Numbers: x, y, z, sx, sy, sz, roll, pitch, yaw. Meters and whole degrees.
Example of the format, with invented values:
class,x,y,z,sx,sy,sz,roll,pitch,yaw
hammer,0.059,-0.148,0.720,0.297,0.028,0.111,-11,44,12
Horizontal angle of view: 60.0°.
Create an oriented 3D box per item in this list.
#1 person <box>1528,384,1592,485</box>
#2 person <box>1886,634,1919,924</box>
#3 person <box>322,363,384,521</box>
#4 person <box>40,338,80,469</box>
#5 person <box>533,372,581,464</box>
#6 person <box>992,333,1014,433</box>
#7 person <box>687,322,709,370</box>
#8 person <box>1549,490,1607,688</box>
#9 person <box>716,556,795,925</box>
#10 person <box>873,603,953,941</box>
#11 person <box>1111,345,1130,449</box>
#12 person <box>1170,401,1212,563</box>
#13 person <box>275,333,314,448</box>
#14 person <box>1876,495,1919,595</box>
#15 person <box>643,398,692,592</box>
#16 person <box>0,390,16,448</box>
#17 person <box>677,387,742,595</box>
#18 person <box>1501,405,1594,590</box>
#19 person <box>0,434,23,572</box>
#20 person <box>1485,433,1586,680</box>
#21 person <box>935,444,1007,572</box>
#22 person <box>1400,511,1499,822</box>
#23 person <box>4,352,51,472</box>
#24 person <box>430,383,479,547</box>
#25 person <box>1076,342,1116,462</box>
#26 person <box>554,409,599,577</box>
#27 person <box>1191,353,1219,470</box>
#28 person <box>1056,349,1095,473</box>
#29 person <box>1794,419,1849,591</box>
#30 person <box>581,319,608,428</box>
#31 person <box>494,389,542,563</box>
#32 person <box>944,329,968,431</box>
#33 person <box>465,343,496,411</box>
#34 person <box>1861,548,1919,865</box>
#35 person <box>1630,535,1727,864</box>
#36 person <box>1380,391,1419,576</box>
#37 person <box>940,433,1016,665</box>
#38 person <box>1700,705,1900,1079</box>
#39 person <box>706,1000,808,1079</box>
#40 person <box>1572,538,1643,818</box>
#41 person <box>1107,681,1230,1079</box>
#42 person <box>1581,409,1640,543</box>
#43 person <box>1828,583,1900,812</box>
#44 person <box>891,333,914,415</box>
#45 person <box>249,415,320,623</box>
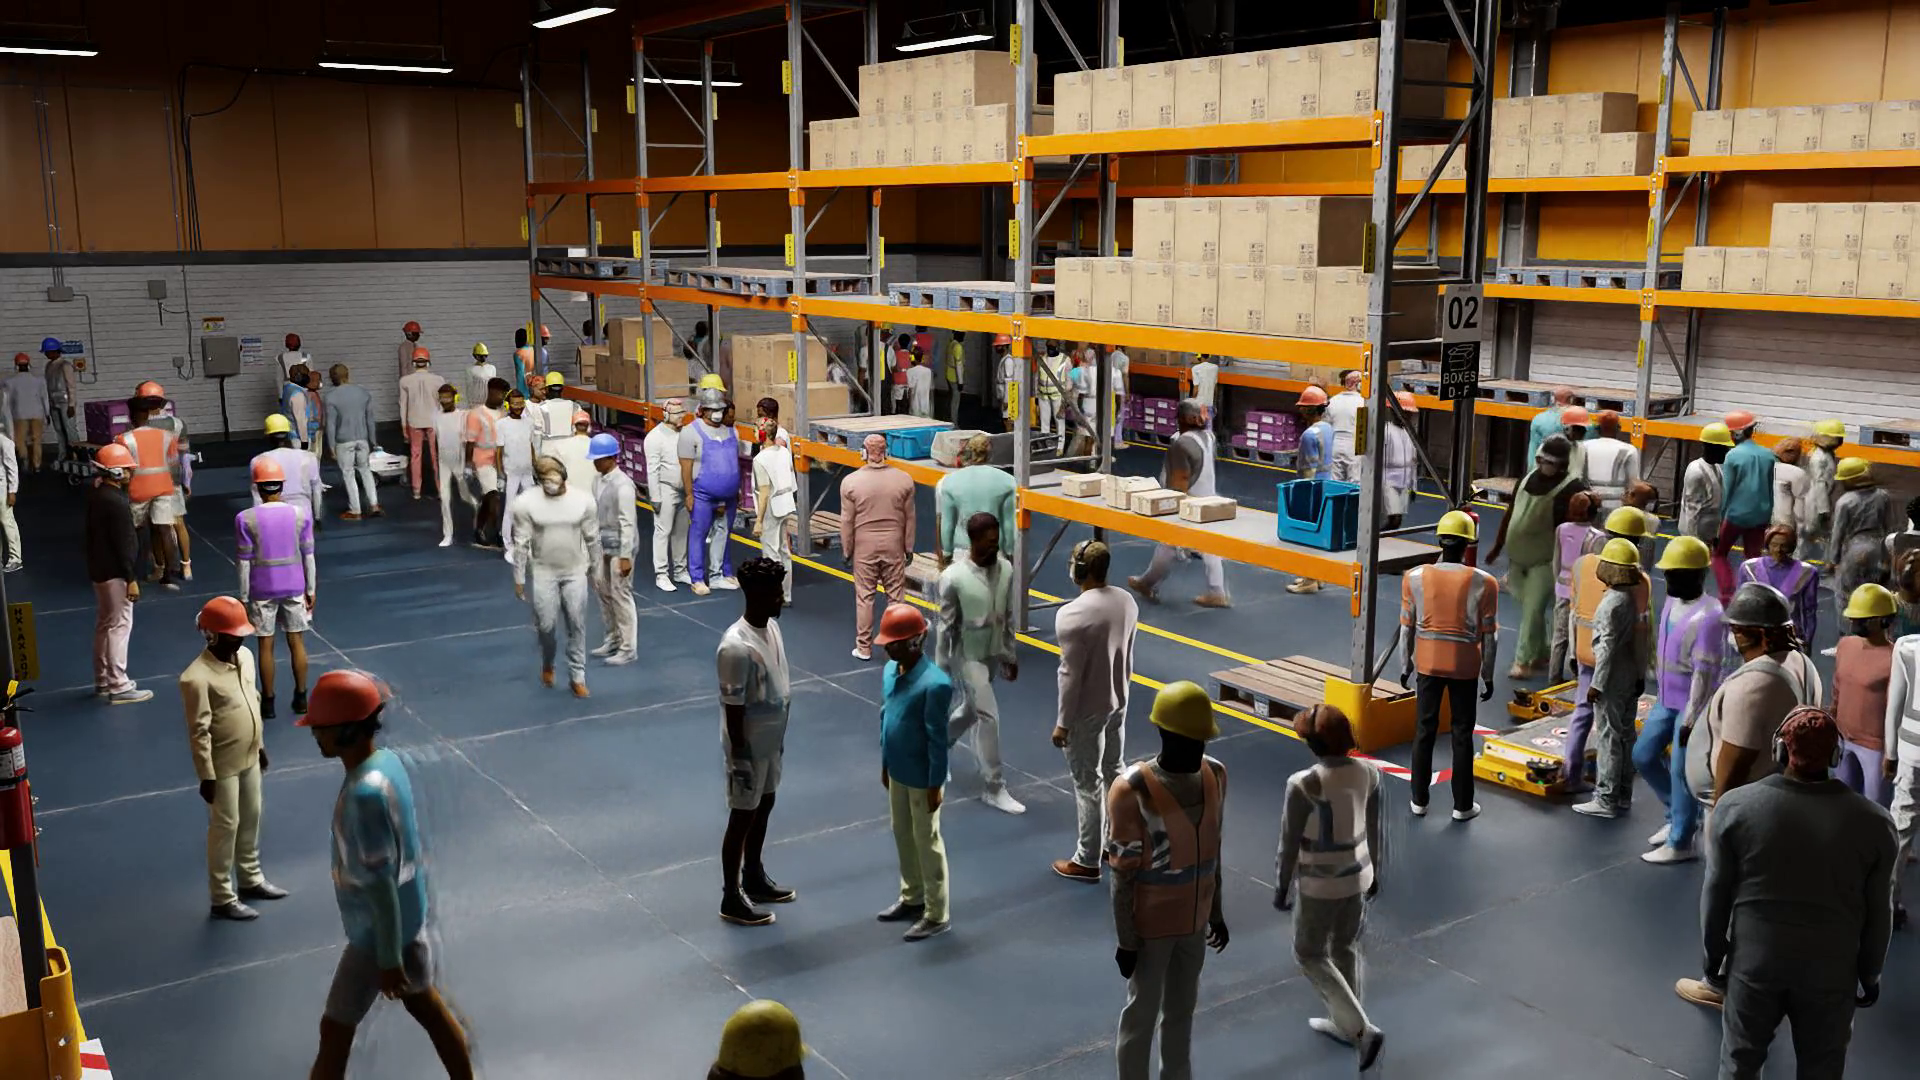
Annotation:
class,x,y,z,sx,sy,sz,roll,pitch,yaw
person,6.515,-0.744,18.093,0.653,1.884,0.792,3,11,14
person,5.009,1.134,8.487,0.347,1.879,0.565,-9,14,-40
person,-7.394,-1.186,20.228,0.482,1.920,0.663,8,14,36
person,-13.116,-1.980,24.253,0.605,1.937,0.411,7,13,32
person,-4.658,-0.986,19.245,0.589,1.912,0.397,-8,14,-37
person,0.663,-2.202,25.423,0.381,1.931,0.538,-1,11,-6
person,-4.769,-3.105,30.426,0.684,1.773,0.971,5,12,23
person,4.702,0.435,12.645,0.309,1.645,0.514,-5,12,-24
person,-1.069,1.041,8.751,0.367,1.958,0.610,3,11,15
person,-0.261,1.177,8.597,0.354,1.738,0.577,-7,13,-32
person,2.522,-2.356,26.452,0.357,1.835,0.516,-8,13,-35
person,2.501,-0.623,17.803,0.566,1.744,0.350,-7,13,-33
person,-10.292,-2.264,25.833,0.573,1.886,0.354,-2,11,-12
person,6.977,0.502,12.188,0.320,1.694,0.534,-7,13,-34
person,-2.827,-0.459,16.546,0.401,1.910,0.641,8,13,34
person,-12.439,-1.308,21.145,0.565,1.798,0.716,10,15,42
person,-2.402,-0.494,16.382,0.683,2.000,0.536,-10,15,-43
person,5.634,-0.341,15.887,0.633,1.949,0.987,-10,15,-42
person,-10.085,-0.534,17.323,0.573,1.749,0.342,3,12,17
person,4.651,0.097,13.358,0.600,2.000,0.734,-5,12,-24
person,0.118,0.107,13.841,0.584,1.828,0.583,-5,12,-23
person,2.992,0.774,10.207,0.585,1.917,0.380,6,12,26
person,-13.457,-1.836,24.018,0.577,1.737,0.367,-6,13,-29
person,-5.716,-0.882,18.915,0.522,1.840,0.824,1,11,5
person,2.111,-2.190,25.059,0.535,2.000,0.699,-9,14,-37
person,-3.895,-0.474,17.083,0.582,1.721,0.446,-3,11,-15
person,3.531,-1.934,24.190,0.535,1.868,0.309,-8,13,-34
person,1.728,-1.876,24.153,0.974,1.782,0.554,10,15,43
person,8.512,-0.322,16.319,0.621,1.722,0.485,11,15,43
person,-6.275,-2.808,28.502,0.370,1.933,0.626,4,12,20
person,-4.737,-0.694,17.844,0.311,1.869,0.532,10,15,41
person,-0.057,-2.757,28.284,0.400,1.919,0.589,-3,12,-16
person,-7.274,-2.110,25.357,0.314,1.769,0.525,9,14,39
person,5.389,0.933,9.608,0.524,1.832,0.485,-5,12,-25
person,4.110,0.917,9.479,0.405,1.913,0.601,-1,11,-4
person,4.483,-0.572,17.081,0.565,1.921,0.419,-7,13,-31
person,0.148,0.079,13.748,0.626,1.929,0.382,0,11,0
person,3.134,1.554,6.277,0.642,1.900,0.401,6,12,27
person,-0.518,2.019,4.314,0.489,1.731,0.325,5,12,26
person,4.030,0.845,10.290,0.484,1.745,0.297,-11,15,-44
person,0.841,1.483,6.558,0.588,1.925,0.378,-9,14,-38
person,6.215,-0.319,15.944,0.644,1.869,0.500,9,15,40
person,4.865,1.095,8.978,0.342,1.759,0.522,-2,11,-12
person,-0.947,-2.685,28.476,0.536,1.697,0.318,-1,11,-6
person,-6.192,-0.206,15.292,0.614,1.893,0.831,-6,13,-30
